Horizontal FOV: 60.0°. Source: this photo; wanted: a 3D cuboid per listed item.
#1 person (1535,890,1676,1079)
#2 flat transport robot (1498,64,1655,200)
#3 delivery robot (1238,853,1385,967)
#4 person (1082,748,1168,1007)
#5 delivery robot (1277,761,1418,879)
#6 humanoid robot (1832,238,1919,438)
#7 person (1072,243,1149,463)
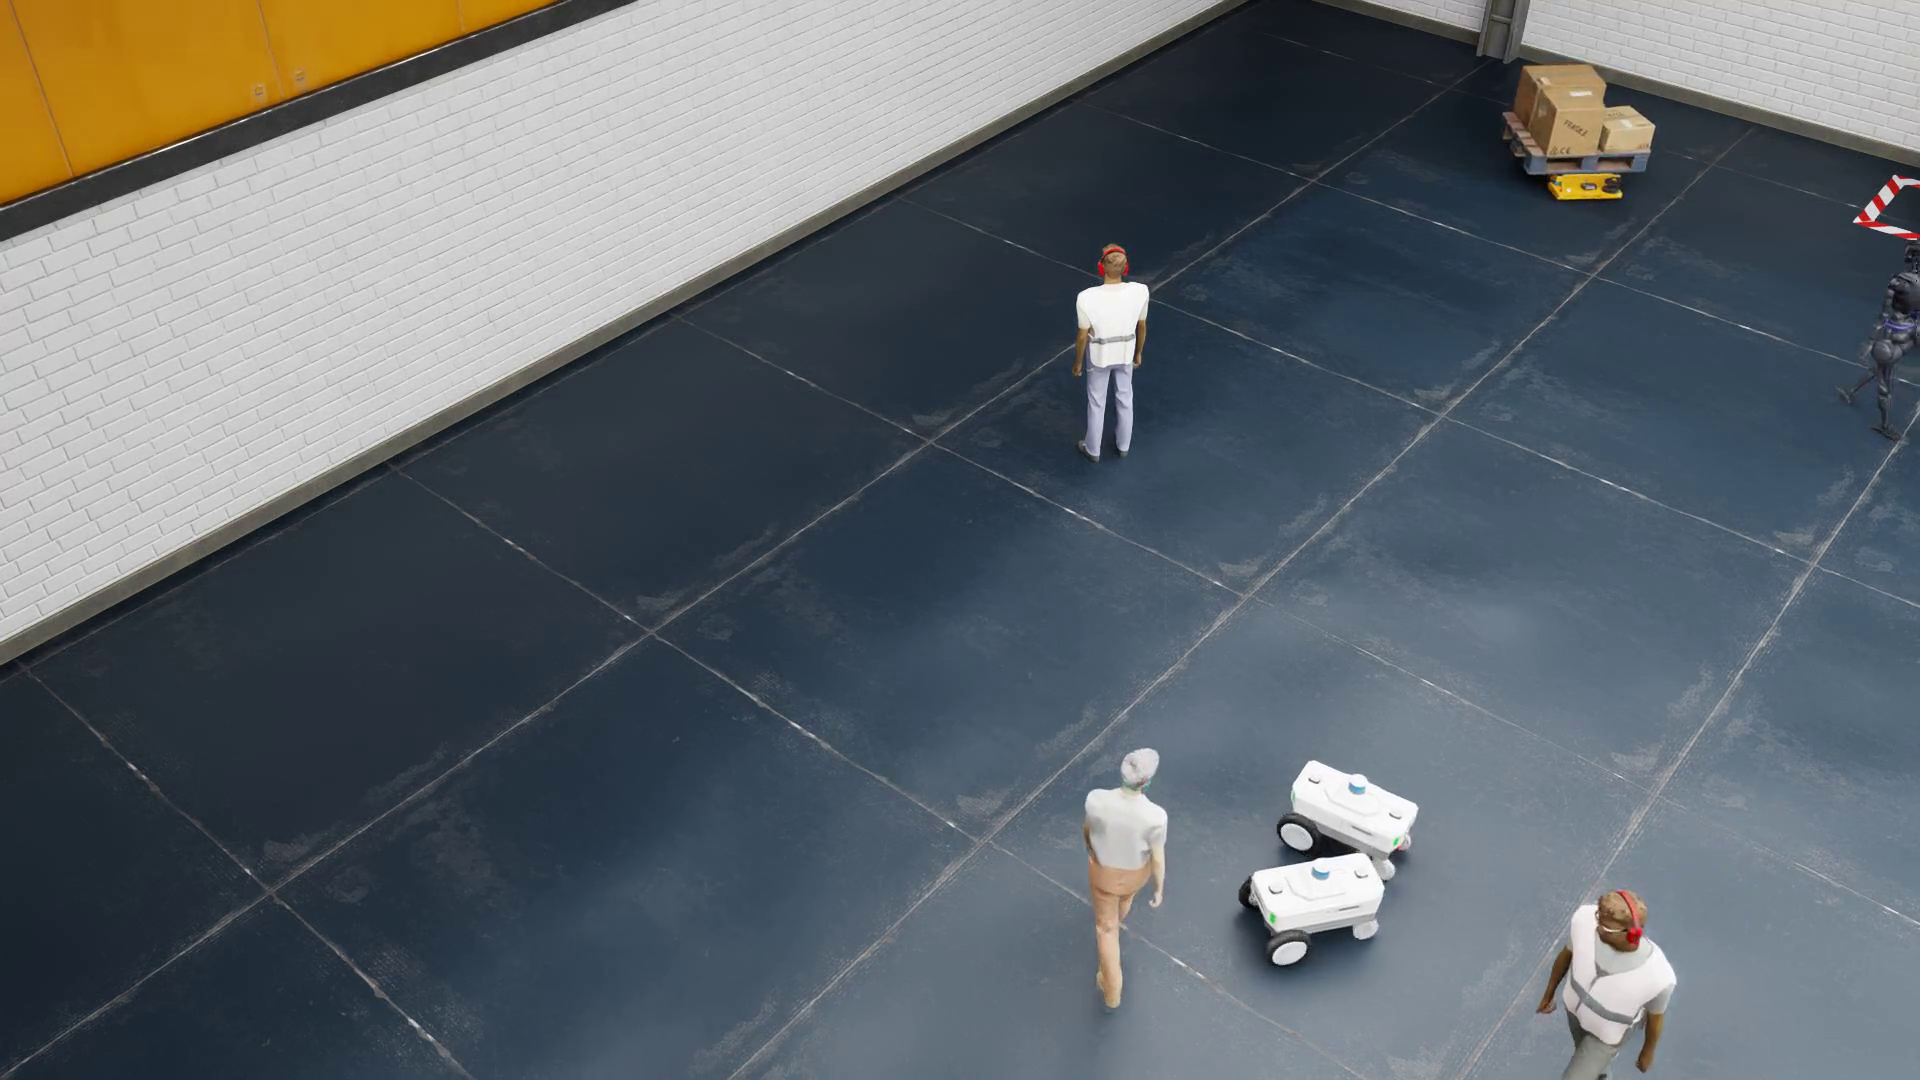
[{"bbox_3d":[3.079,2.363,8.143,0.985,1.777,0.578,-21,43,-24],"label":"person"},{"bbox_3d":[6.259,-3.912,17.142,0.659,0.231,1.431,-2,39,-3],"label":"flat transport robot"},{"bbox_3d":[2.008,2.063,9.510,0.805,0.609,0.499,-8,40,-10],"label":"delivery robot"},{"bbox_3d":[0.875,1.747,8.978,0.455,1.699,0.734,2,39,3],"label":"person"},{"bbox_3d":[2.335,1.648,10.024,0.799,0.608,0.499,22,44,25],"label":"delivery robot"},{"bbox_3d":[7.389,-1.648,13.235,0.590,1.631,0.750,-21,43,-24],"label":"humanoid robot"},{"bbox_3d":[1.146,-1.400,12.767,0.563,1.847,0.395,-8,39,-9],"label":"person"}]
